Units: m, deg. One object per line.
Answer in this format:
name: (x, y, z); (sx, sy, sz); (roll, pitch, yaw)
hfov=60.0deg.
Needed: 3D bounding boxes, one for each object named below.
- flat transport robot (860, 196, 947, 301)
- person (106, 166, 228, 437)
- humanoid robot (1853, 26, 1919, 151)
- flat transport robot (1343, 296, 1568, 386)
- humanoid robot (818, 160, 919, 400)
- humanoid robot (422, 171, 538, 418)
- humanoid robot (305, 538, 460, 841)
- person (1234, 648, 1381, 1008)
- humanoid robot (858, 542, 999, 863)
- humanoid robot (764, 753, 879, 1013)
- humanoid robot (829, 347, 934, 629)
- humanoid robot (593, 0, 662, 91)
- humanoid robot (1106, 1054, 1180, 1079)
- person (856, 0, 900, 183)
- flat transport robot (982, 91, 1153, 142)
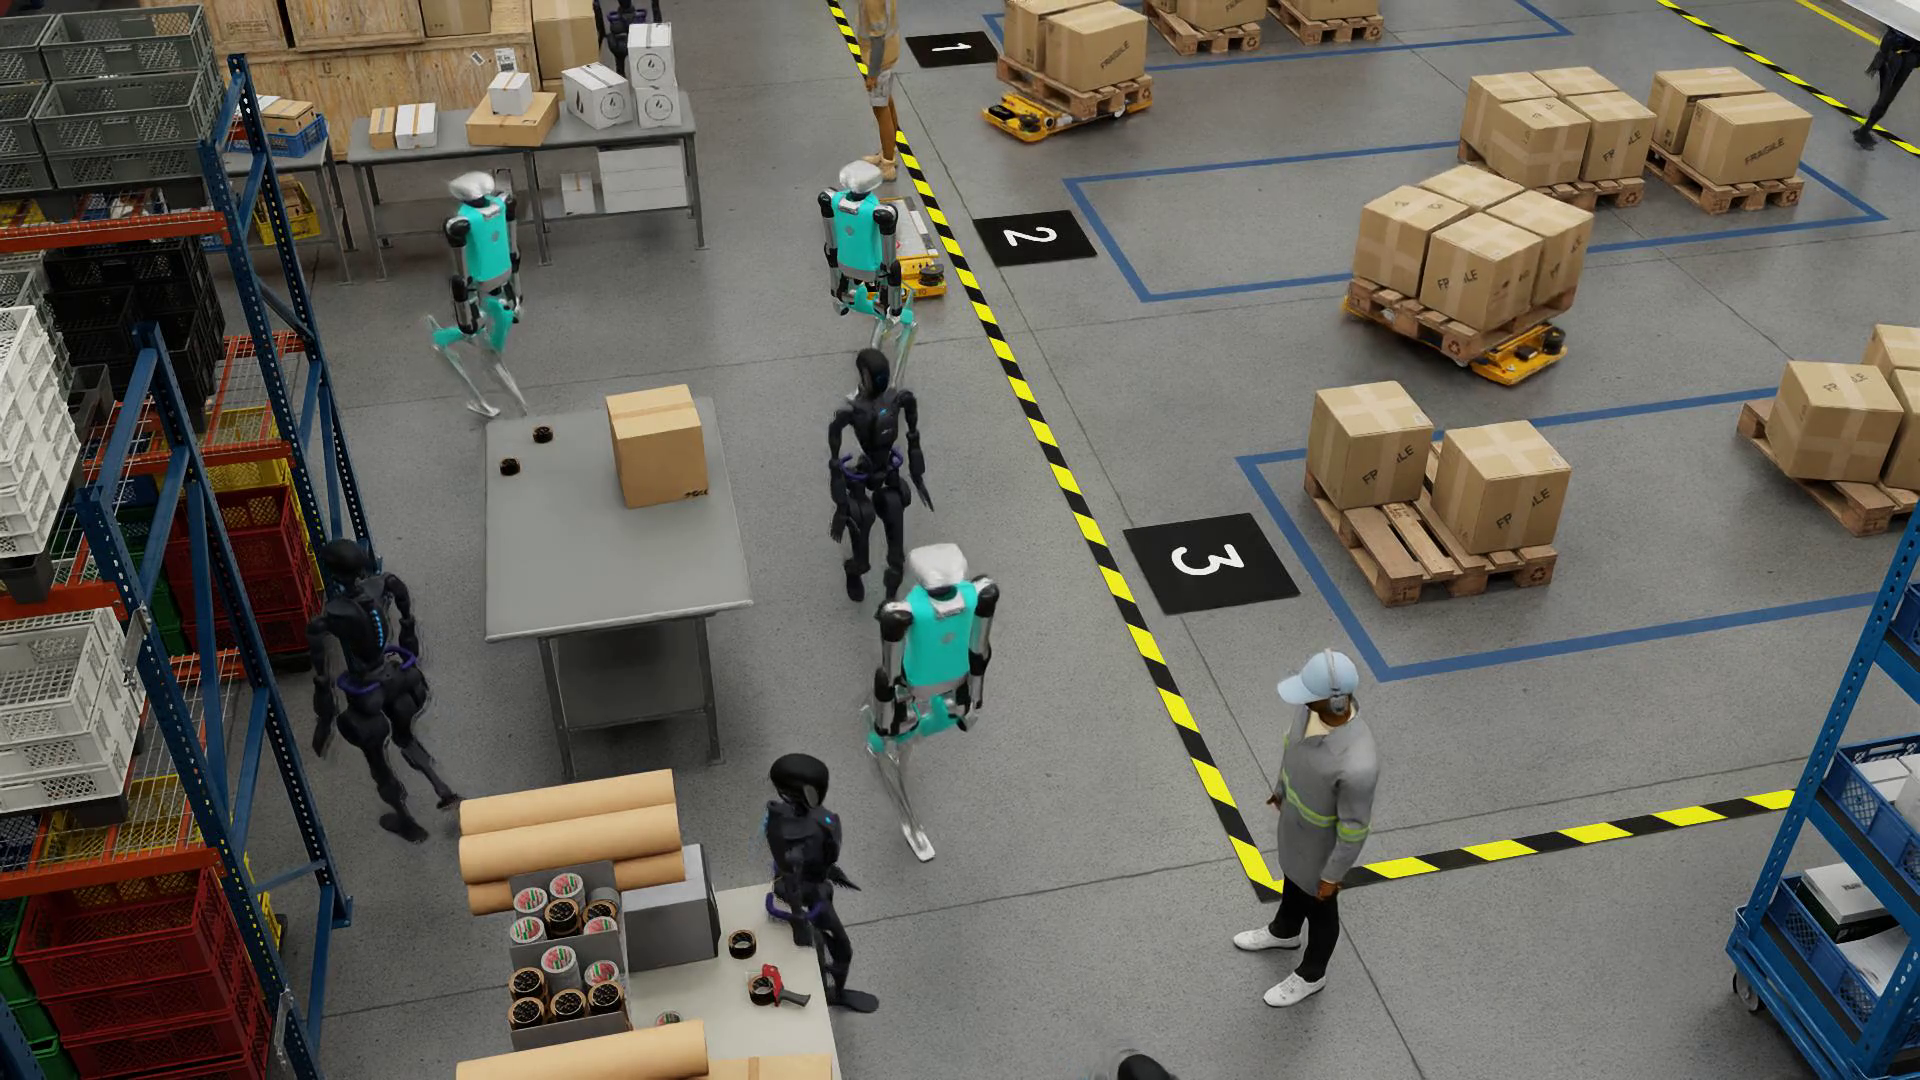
flat transport robot: (-0.570, -2.220, 12.538); (0.659, 0.231, 1.431); (-8, 37, -10)
person: (-4.929, -1.491, 10.246); (0.338, 1.837, 0.504); (-30, 46, -34)
humanoid robot: (7.870, -4.078, 13.861); (0.608, 1.644, 0.437); (-9, 38, -11)
flat transport robot: (3.446, -1.538, 11.597); (0.652, 0.197, 1.431); (-26, 44, -30)
humanoid robot: (-0.483, -1.626, 10.400); (0.533, 1.673, 0.735); (20, 41, 25)
humanoid robot: (-3.038, -1.456, 10.304); (0.796, 1.804, 0.539); (19, 41, 24)
humanoid robot: (-2.612, 0.702, 7.432); (0.382, 1.650, 0.601); (22, 42, 27)
person: (1.391, 1.151, 6.685); (0.404, 1.847, 0.587); (-7, 37, -10)
humanoid robot: (-0.238, 0.639, 7.520); (0.555, 1.840, 0.858); (-16, 40, -21)
humanoid robot: (-0.594, 1.432, 6.462); (0.467, 1.629, 0.587); (3, 37, 3)
humanoid robot: (-0.459, -0.276, 8.769); (0.596, 1.641, 0.538); (-22, 42, -27)
humanoid robot: (-2.813, -4.338, 14.199); (0.608, 1.640, 0.472); (-6, 37, -7)
humanoid robot: (0.441, 2.164, 5.525); (0.827, 1.613, 0.612); (28, 45, 32)
person: (-0.675, -3.845, 13.236); (0.384, 2.045, 0.604); (4, 37, 5)
flat transport robot: (0.964, -3.889, 14.757); (1.431, 0.197, 0.652); (-24, 43, -28)
